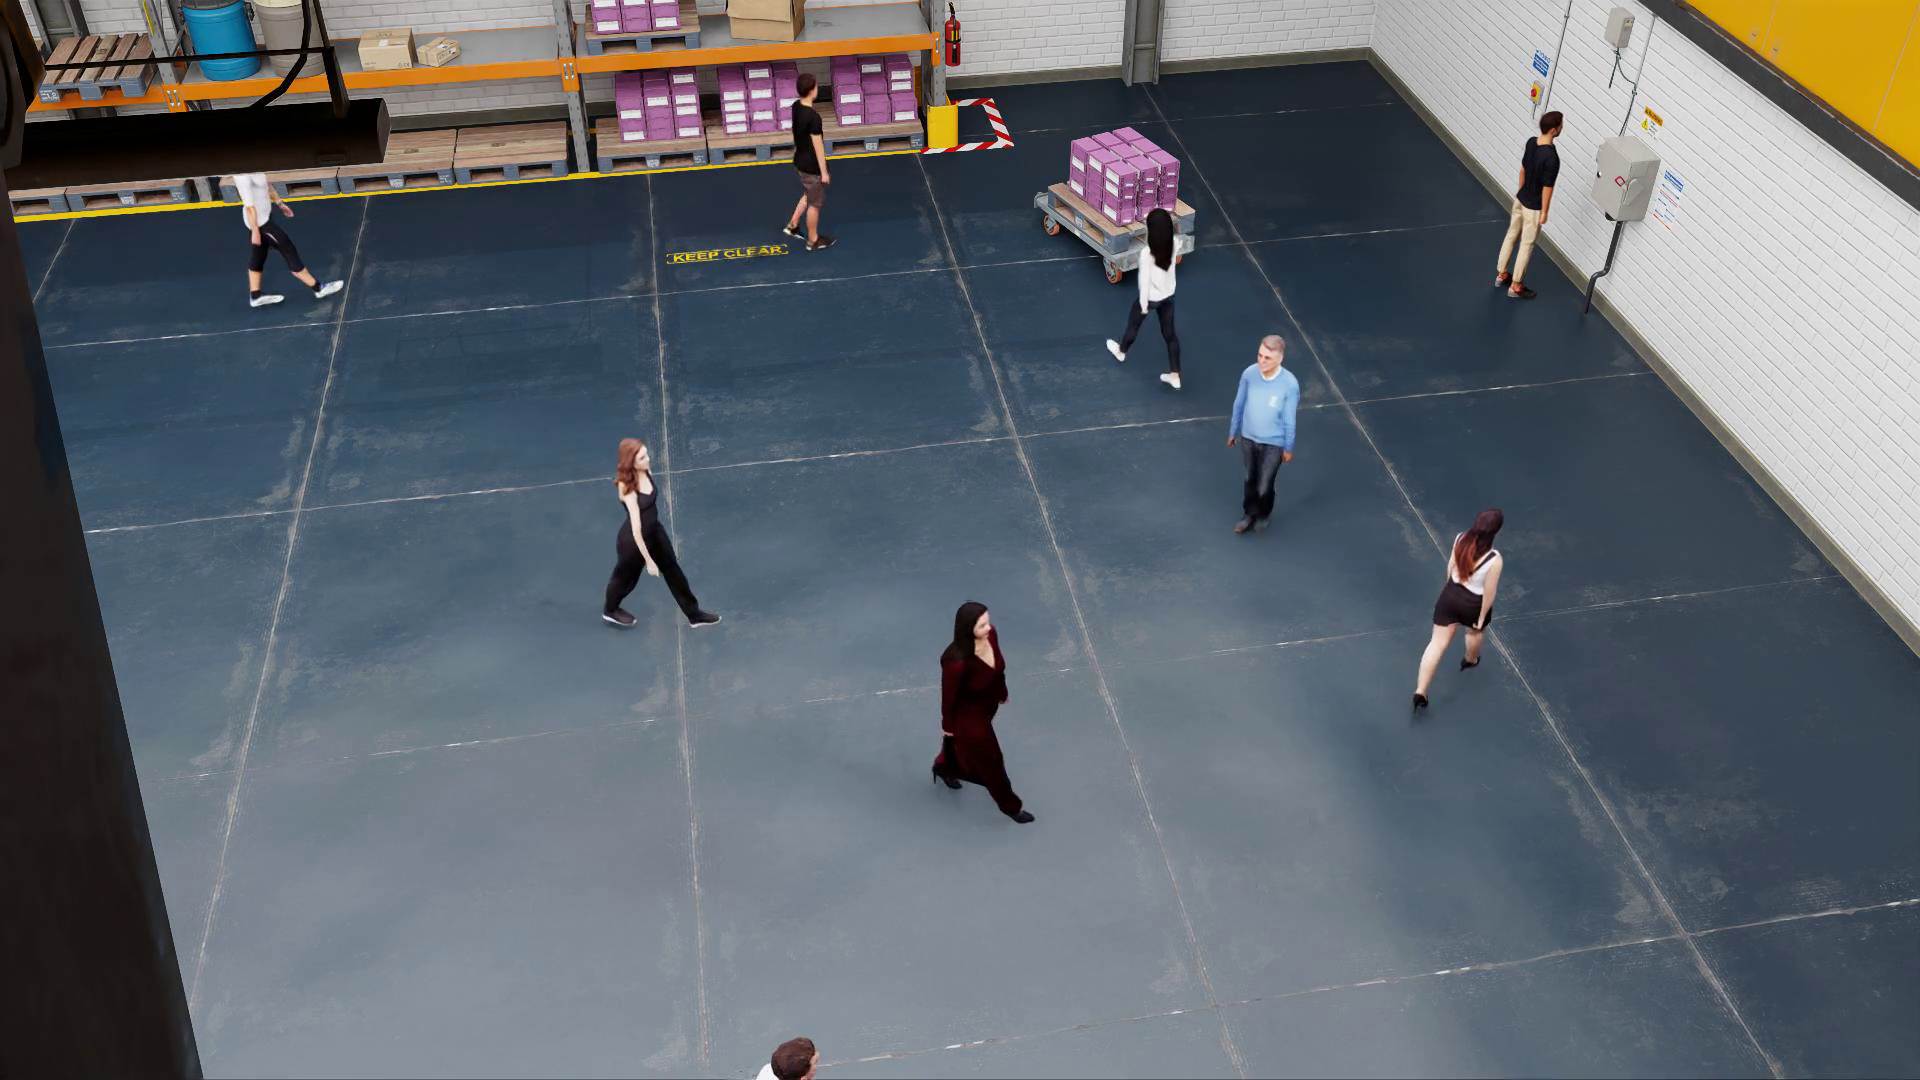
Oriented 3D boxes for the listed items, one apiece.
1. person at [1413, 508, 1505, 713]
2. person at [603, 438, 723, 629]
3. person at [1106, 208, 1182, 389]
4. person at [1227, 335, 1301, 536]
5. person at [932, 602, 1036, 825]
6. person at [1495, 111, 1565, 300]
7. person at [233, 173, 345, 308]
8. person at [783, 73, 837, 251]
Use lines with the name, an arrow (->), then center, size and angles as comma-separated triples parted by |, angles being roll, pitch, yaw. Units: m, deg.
person -> 3.400, 0.493, 11.408 | 0.988, 1.606, 1.121 | 30, 47, 32
person -> -2.385, -0.006, 11.963 | 1.219, 1.693, 0.925 | 9, 40, 11
person -> 1.785, -2.084, 14.596 | 1.135, 1.654, 1.015 | -24, 44, -27
person -> 2.406, -0.839, 12.917 | 0.780, 1.803, 0.823 | 27, 46, 30
person -> -0.010, 1.052, 10.621 | 1.162, 1.715, 1.043 | 17, 42, 20
person -> 5.442, -3.210, 15.843 | 0.544, 1.858, 0.644 | -9, 40, -12
person -> -6.655, -2.988, 15.601 | 1.166, 1.812, 0.783 | -13, 40, -16
person -> -1.567, -3.703, 16.466 | 0.851, 1.851, 0.773 | -18, 42, -21
